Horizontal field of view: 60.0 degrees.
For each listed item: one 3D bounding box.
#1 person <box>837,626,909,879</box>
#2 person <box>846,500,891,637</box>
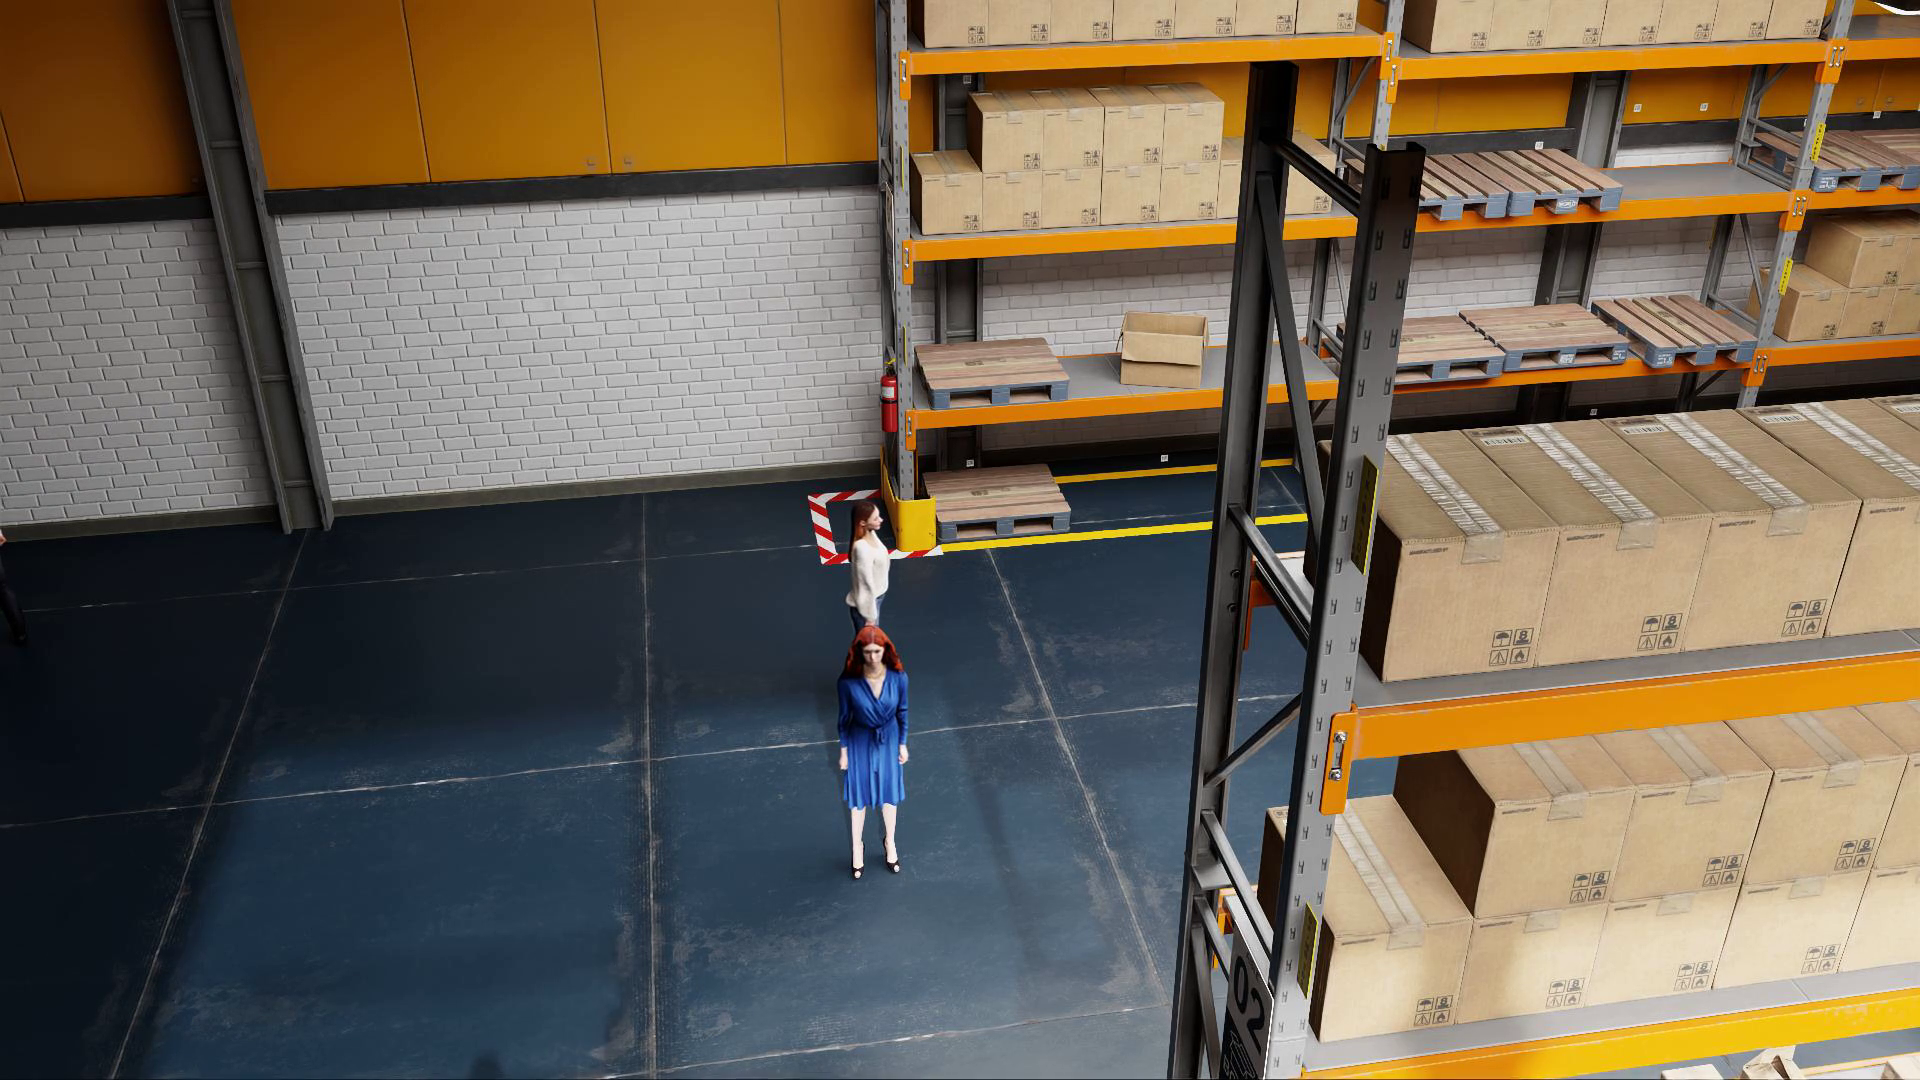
[{"bbox_3d":[-0.543,1.333,10.512,0.492,1.829,0.660,-5,29,-9],"label":"person"},{"bbox_3d":[-0.687,0.466,12.244,0.608,1.692,0.664,1,29,1],"label":"person"}]
